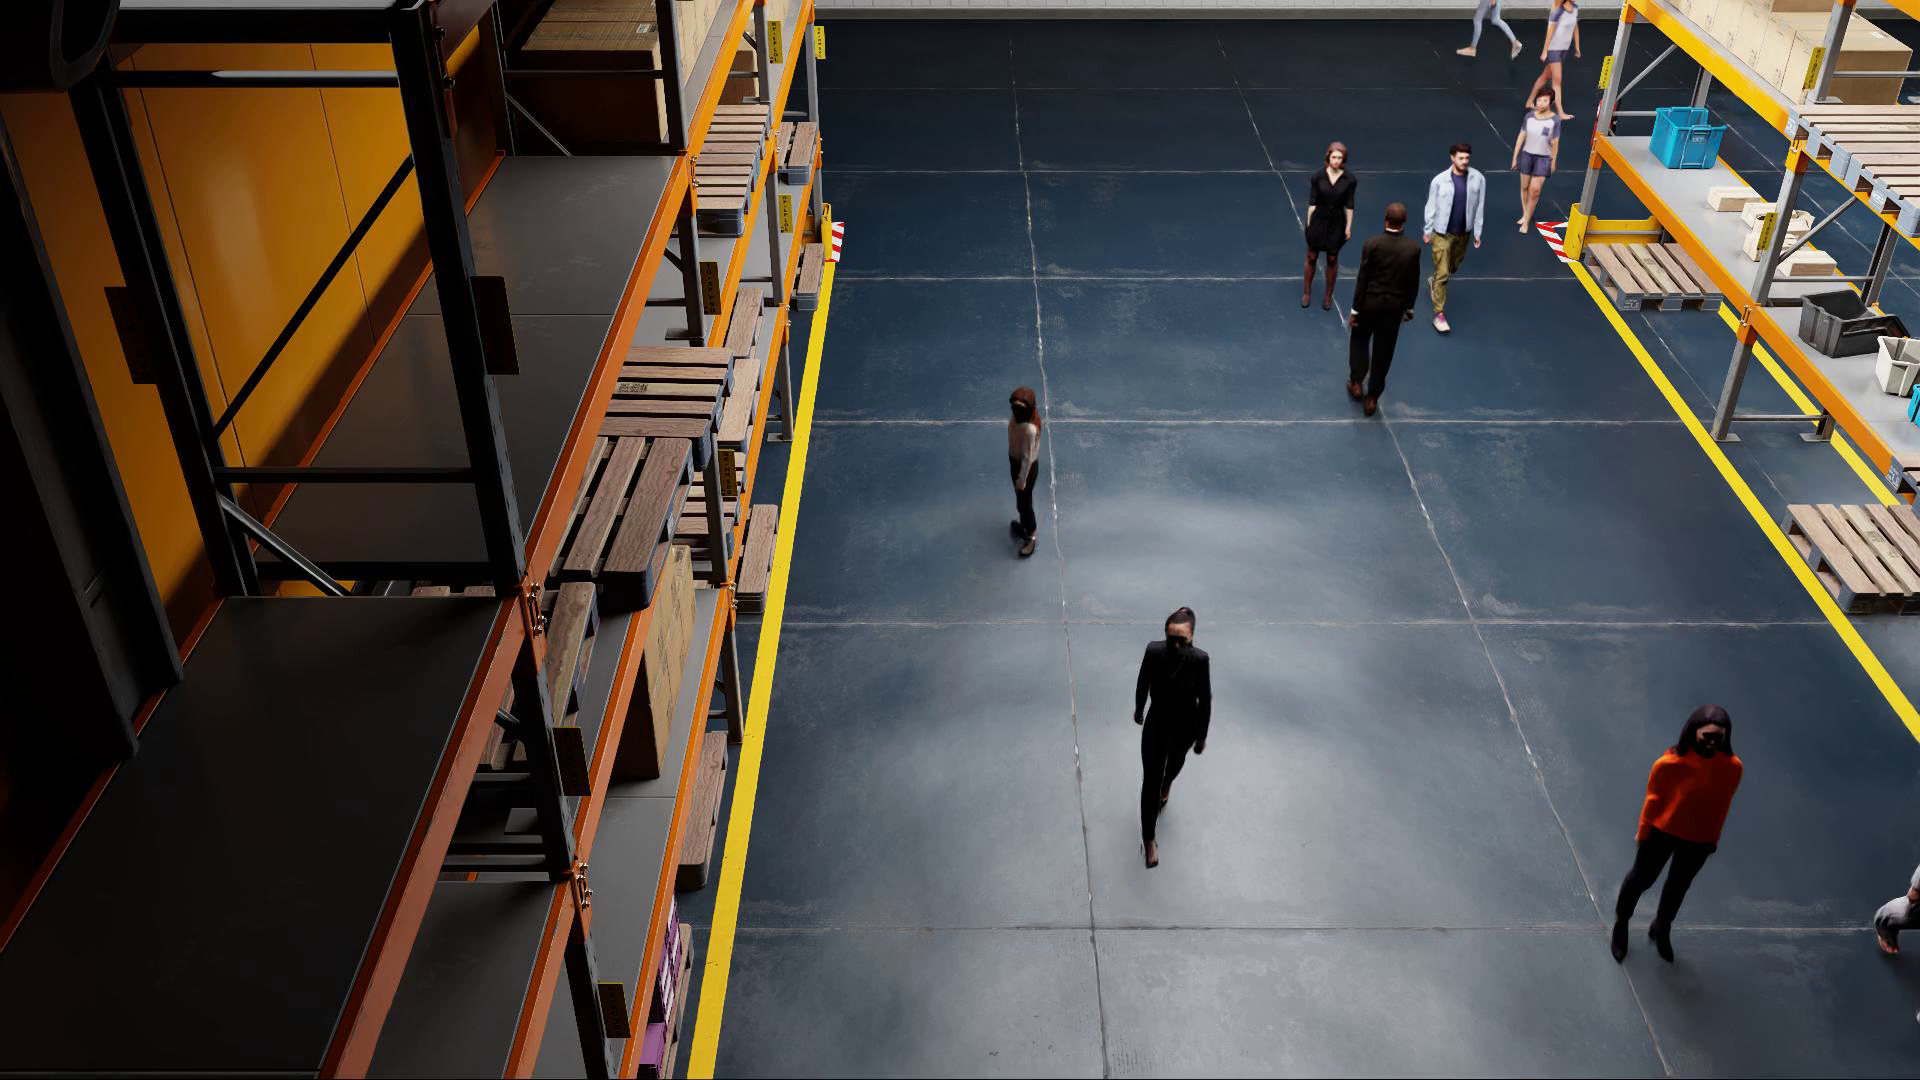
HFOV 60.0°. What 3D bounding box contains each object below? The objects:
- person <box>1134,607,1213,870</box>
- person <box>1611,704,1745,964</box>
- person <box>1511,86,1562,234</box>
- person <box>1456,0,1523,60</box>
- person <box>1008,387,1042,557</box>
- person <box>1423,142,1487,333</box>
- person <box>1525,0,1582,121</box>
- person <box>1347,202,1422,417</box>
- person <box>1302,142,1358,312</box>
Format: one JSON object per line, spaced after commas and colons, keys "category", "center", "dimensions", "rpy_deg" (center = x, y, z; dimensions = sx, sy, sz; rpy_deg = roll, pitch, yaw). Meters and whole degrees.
{"category": "person", "center": [1.282, 1.082, 10.010], "dimensions": [0.738, 1.656, 1.120], "rpy_deg": [6, 34, 9]}
{"category": "person", "center": [3.939, 1.610, 9.133], "dimensions": [0.625, 1.748, 0.553], "rpy_deg": [2, 34, 3]}
{"category": "person", "center": [6.254, -4.122, 17.998], "dimensions": [0.794, 1.481, 0.866], "rpy_deg": [24, 41, 32]}
{"category": "person", "center": [7.330, -7.393, 22.672], "dimensions": [1.030, 1.755, 1.151], "rpy_deg": [18, 38, 25]}
{"category": "person", "center": [0.490, -0.600, 12.718], "dimensions": [0.765, 1.461, 0.517], "rpy_deg": [-1, 34, -2]}
{"category": "person", "center": [4.710, -2.977, 16.005], "dimensions": [0.709, 1.780, 1.157], "rpy_deg": [-2, 34, -3]}
{"category": "person", "center": [7.417, -6.159, 20.878], "dimensions": [0.982, 1.686, 1.112], "rpy_deg": [-23, 40, -30]}
{"category": "person", "center": [3.647, -1.953, 14.375], "dimensions": [0.774, 1.880, 0.854], "rpy_deg": [4, 34, 7]}
{"category": "person", "center": [3.578, -3.067, 16.211], "dimensions": [0.632, 1.703, 0.570], "rpy_deg": [7, 34, 11]}
